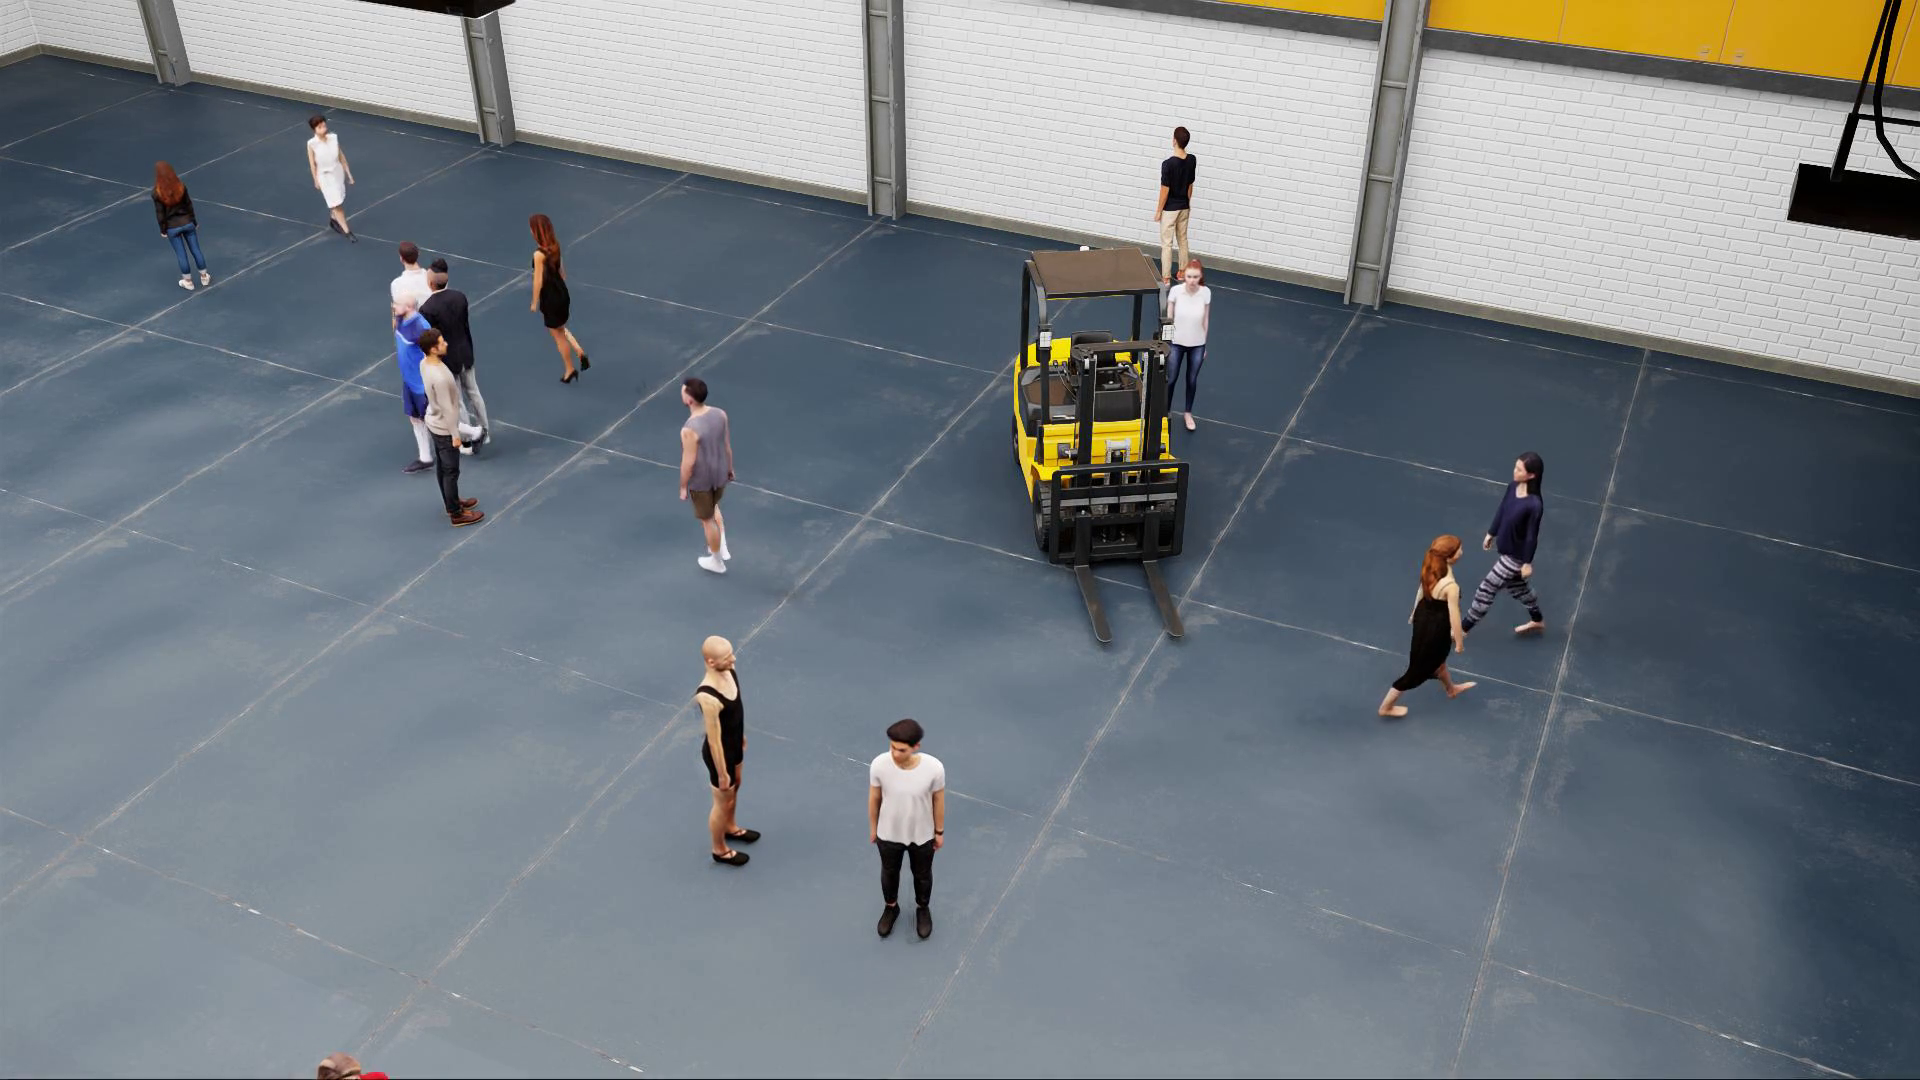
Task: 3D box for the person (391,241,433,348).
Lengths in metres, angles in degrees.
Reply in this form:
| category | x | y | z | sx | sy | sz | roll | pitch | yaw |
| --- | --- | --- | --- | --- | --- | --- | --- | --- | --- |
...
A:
| category | x | y | z | sx | sy | sz | roll | pitch | yaw |
| --- | --- | --- | --- | --- | --- | --- | --- | --- | --- |
| person | -5.051 | -1.916 | 15.873 | 1.008 | 1.802 | 1.329 | -26 | 42 | -34 |

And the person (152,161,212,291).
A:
| category | x | y | z | sx | sy | sz | roll | pitch | yaw |
| --- | --- | --- | --- | --- | --- | --- | --- | --- | --- |
| person | -8.724 | -3.526 | 18.584 | 0.631 | 1.483 | 0.626 | -26 | 42 | -34 |

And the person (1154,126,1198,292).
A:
| category | x | y | z | sx | sy | sz | roll | pitch | yaw |
| --- | --- | --- | --- | --- | --- | --- | --- | --- | --- |
| person | 2.397 | -3.687 | 18.487 | 0.709 | 1.859 | 0.702 | -21 | 39 | -28 |

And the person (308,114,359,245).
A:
| category | x | y | z | sx | sy | sz | roll | pitch | yaw |
| --- | --- | --- | --- | --- | --- | --- | --- | --- | --- |
| person | -7.486 | -4.297 | 19.719 | 1.066 | 1.510 | 0.766 | 28 | 43 | 35 |

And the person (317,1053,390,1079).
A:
| category | x | y | z | sx | sy | sz | roll | pitch | yaw |
| --- | --- | --- | --- | --- | --- | --- | --- | --- | --- |
| person | -3.030 | 3.118 | 8.420 | 1.156 | 1.668 | 0.785 | 24 | 40 | 31 |

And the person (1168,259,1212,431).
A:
| category | x | y | z | sx | sy | sz | roll | pitch | yaw |
| --- | --- | --- | --- | --- | --- | --- | --- | --- | --- |
| person | 2.158 | -1.871 | 15.863 | 0.572 | 1.738 | 0.693 | 2 | 34 | 3 |

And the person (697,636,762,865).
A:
| category | x | y | z | sx | sy | sz | roll | pitch | yaw |
| --- | --- | --- | --- | --- | --- | --- | --- | --- | --- |
| person | -1.560 | 1.360 | 10.933 | 0.637 | 1.815 | 0.692 | 3 | 34 | 4 |

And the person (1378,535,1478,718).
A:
| category | x | y | z | sx | sy | sz | roll | pitch | yaw |
| --- | --- | --- | --- | --- | --- | --- | --- | --- | --- |
| person | 3.359 | 0.670 | 12.177 | 1.113 | 1.587 | 0.965 | -6 | 34 | -9 |

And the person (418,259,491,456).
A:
| category | x | y | z | sx | sy | sz | roll | pitch | yaw |
| --- | --- | --- | --- | --- | --- | --- | --- | --- | --- |
| person | -4.698 | -1.708 | 15.428 | 0.627 | 1.948 | 0.721 | 19 | 38 | 26 |

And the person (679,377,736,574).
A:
| category | x | y | z | sx | sy | sz | roll | pitch | yaw |
| --- | --- | --- | --- | --- | --- | --- | --- | --- | --- |
| person | -2.021 | -0.497 | 13.628 | 0.673 | 1.832 | 0.702 | 22 | 40 | 30 |

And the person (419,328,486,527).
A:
| category | x | y | z | sx | sy | sz | roll | pitch | yaw |
| --- | --- | --- | --- | --- | --- | --- | --- | --- | --- |
| person | -4.485 | -0.984 | 14.416 | 0.789 | 1.864 | 0.690 | -19 | 38 | -26 |

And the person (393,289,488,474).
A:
| category | x | y | z | sx | sy | sz | roll | pitch | yaw |
| --- | --- | --- | --- | --- | --- | --- | --- | --- | --- |
| person | -4.827 | -1.454 | 15.161 | 1.048 | 1.822 | 1.100 | -21 | 39 | -29 |

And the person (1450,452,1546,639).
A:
| category | x | y | z | sx | sy | sz | roll | pitch | yaw |
| --- | --- | --- | --- | --- | --- | --- | --- | --- | --- |
| person | 4.398 | 0.079 | 12.976 | 1.192 | 1.687 | 0.975 | -2 | 34 | -4 |

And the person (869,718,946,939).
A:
| category | x | y | z | sx | sy | sz | roll | pitch | yaw |
| --- | --- | --- | --- | --- | --- | --- | --- | --- | --- |
| person | -0.327 | 1.779 | 10.389 | 0.577 | 1.720 | 0.744 | 3 | 34 | 4 |

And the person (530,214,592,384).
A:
| category | x | y | z | sx | sy | sz | roll | pitch | yaw |
| --- | --- | --- | --- | --- | --- | --- | --- | --- | --- |
| person | -3.938 | -2.344 | 16.498 | 0.764 | 1.825 | 0.660 | 8 | 34 | 11 |
